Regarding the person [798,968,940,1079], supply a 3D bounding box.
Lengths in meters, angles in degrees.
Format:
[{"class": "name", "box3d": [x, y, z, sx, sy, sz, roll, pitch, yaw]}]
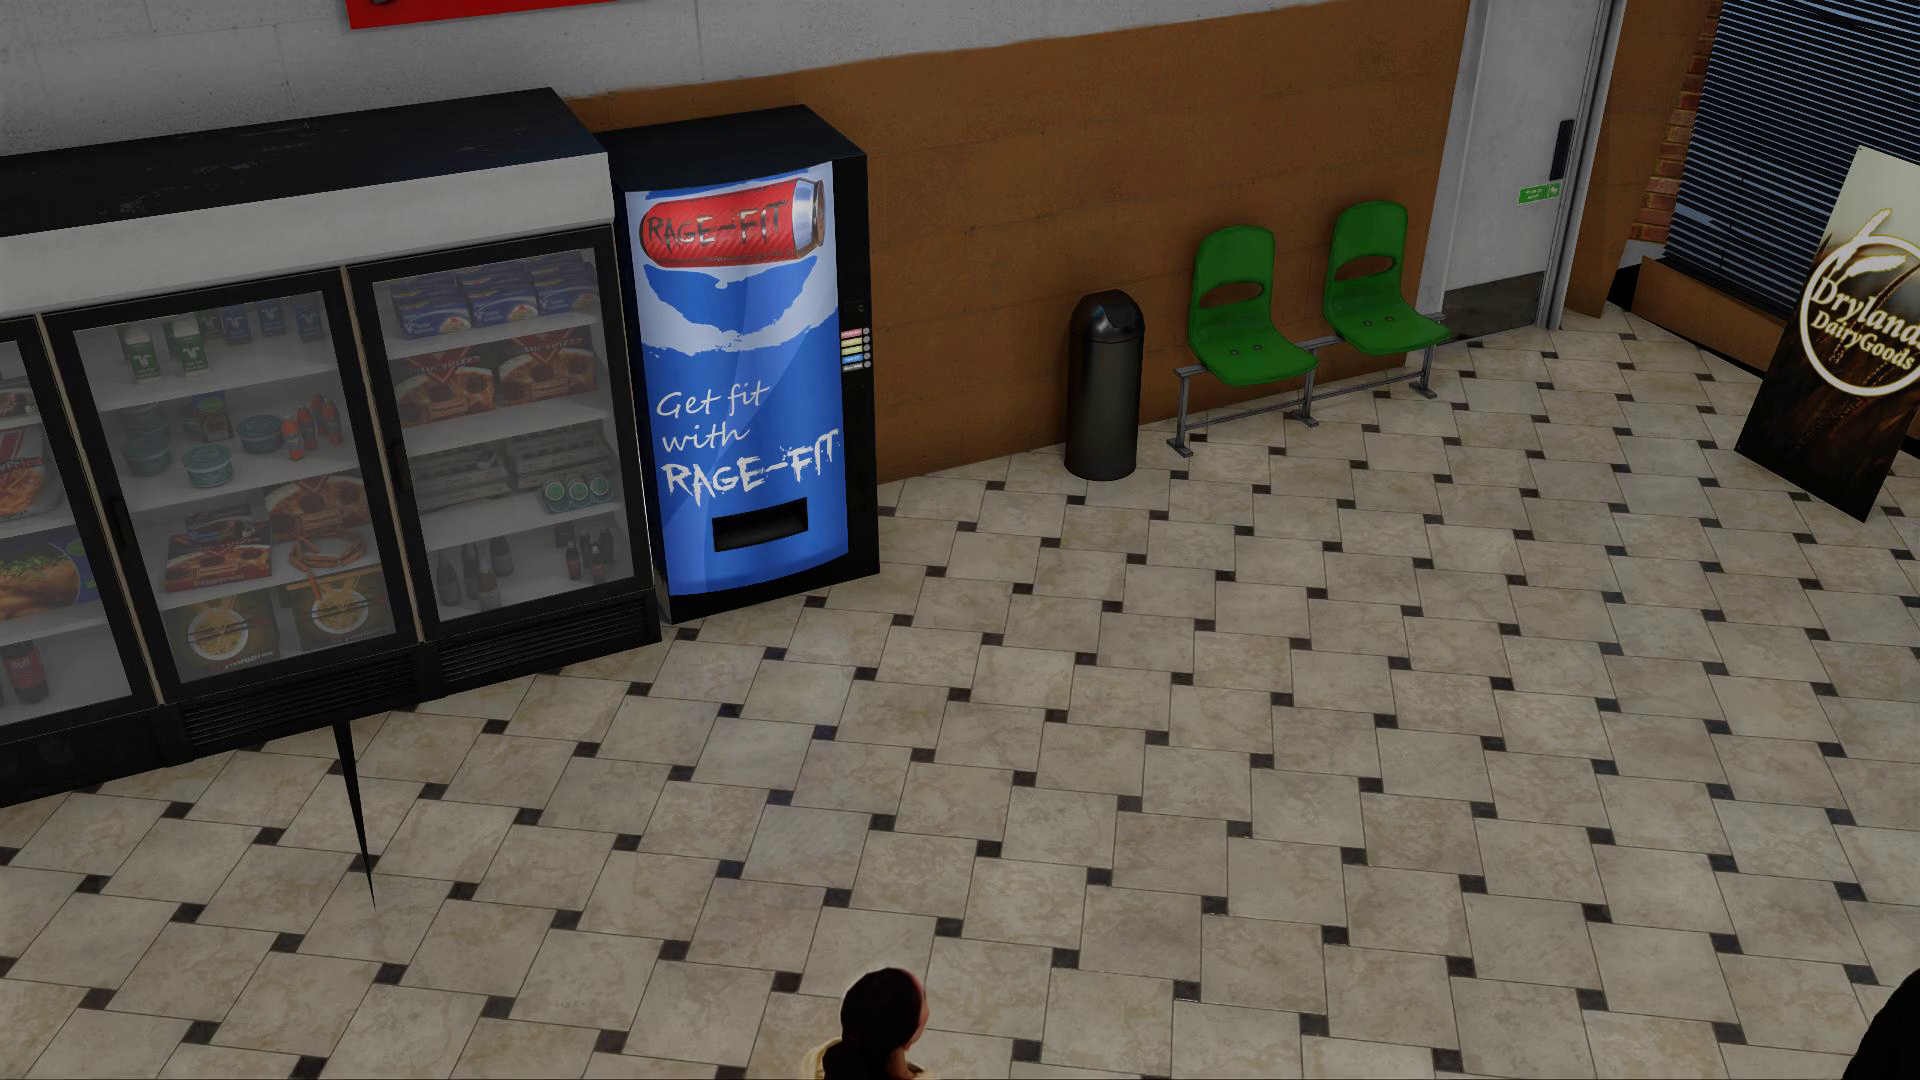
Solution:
[{"class": "person", "box3d": [-0.166, 1.670, 4.079, 0.704, 1.632, 0.789, 15, 35, 23]}]
